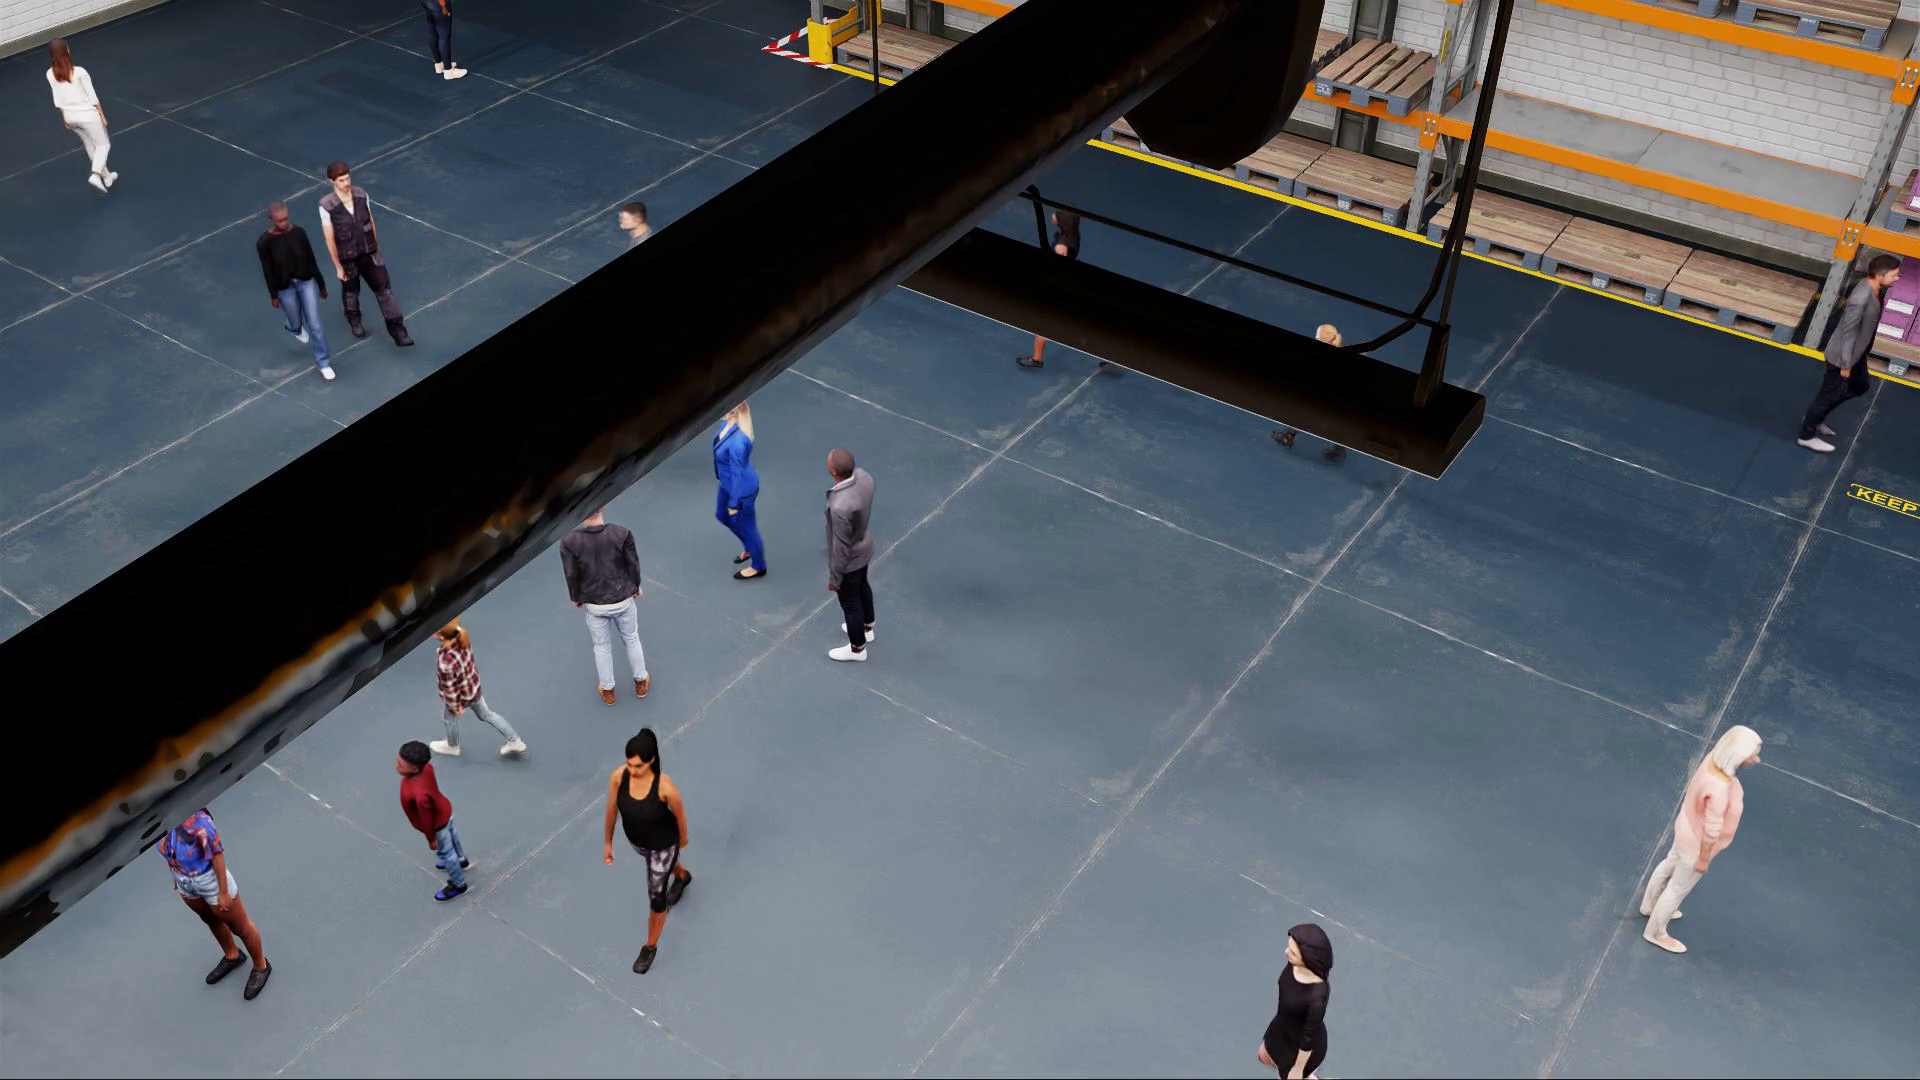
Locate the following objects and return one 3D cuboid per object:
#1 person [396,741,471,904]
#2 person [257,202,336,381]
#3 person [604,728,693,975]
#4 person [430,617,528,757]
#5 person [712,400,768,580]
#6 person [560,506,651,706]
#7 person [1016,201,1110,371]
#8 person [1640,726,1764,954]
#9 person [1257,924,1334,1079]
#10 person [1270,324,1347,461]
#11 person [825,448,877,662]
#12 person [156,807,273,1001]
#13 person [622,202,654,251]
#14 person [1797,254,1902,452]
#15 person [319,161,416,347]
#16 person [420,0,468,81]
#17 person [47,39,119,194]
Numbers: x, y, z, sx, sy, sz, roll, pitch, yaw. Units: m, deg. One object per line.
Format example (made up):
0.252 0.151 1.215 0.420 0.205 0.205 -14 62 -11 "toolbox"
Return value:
-3.251 1.704 10.297 0.646 1.250 0.582 -7 39 -9 "person"
-5.985 -2.283 14.912 0.866 1.722 1.086 -25 45 -28 "person"
-1.816 1.711 9.992 1.091 1.620 0.855 13 40 15 "person"
-3.270 1.002 11.149 0.988 1.284 0.750 9 39 11 "person"
-1.574 -0.407 12.588 0.784 1.691 0.703 -10 40 -12 "person"
-2.426 0.396 11.466 0.736 1.835 0.768 -10 40 -13 "person"
1.007 -2.220 14.843 1.229 1.711 0.813 12 40 15 "person"
4.383 1.741 9.872 0.626 1.724 0.660 10 40 12 "person"
1.853 2.628 8.706 0.877 1.792 0.809 -2 39 -3 "person"
3.077 -1.207 13.943 0.927 1.249 0.554 29 47 31 "person"
-0.767 0.104 11.847 0.693 1.816 0.773 12 40 15 "person"
-4.341 1.961 9.581 0.527 1.743 0.692 14 41 17 "person"
-2.784 -2.200 14.775 0.760 1.764 0.680 -10 40 -12 "person"
7.347 -1.592 13.937 0.627 1.859 0.704 24 45 27 "person"
-5.594 -2.626 15.271 0.850 1.810 1.191 -27 46 -30 "person"
-6.368 -6.508 20.131 0.769 1.810 0.640 -26 45 -28 "person"
-9.342 -4.469 17.687 0.926 1.674 0.940 0 39 -1 "person"
